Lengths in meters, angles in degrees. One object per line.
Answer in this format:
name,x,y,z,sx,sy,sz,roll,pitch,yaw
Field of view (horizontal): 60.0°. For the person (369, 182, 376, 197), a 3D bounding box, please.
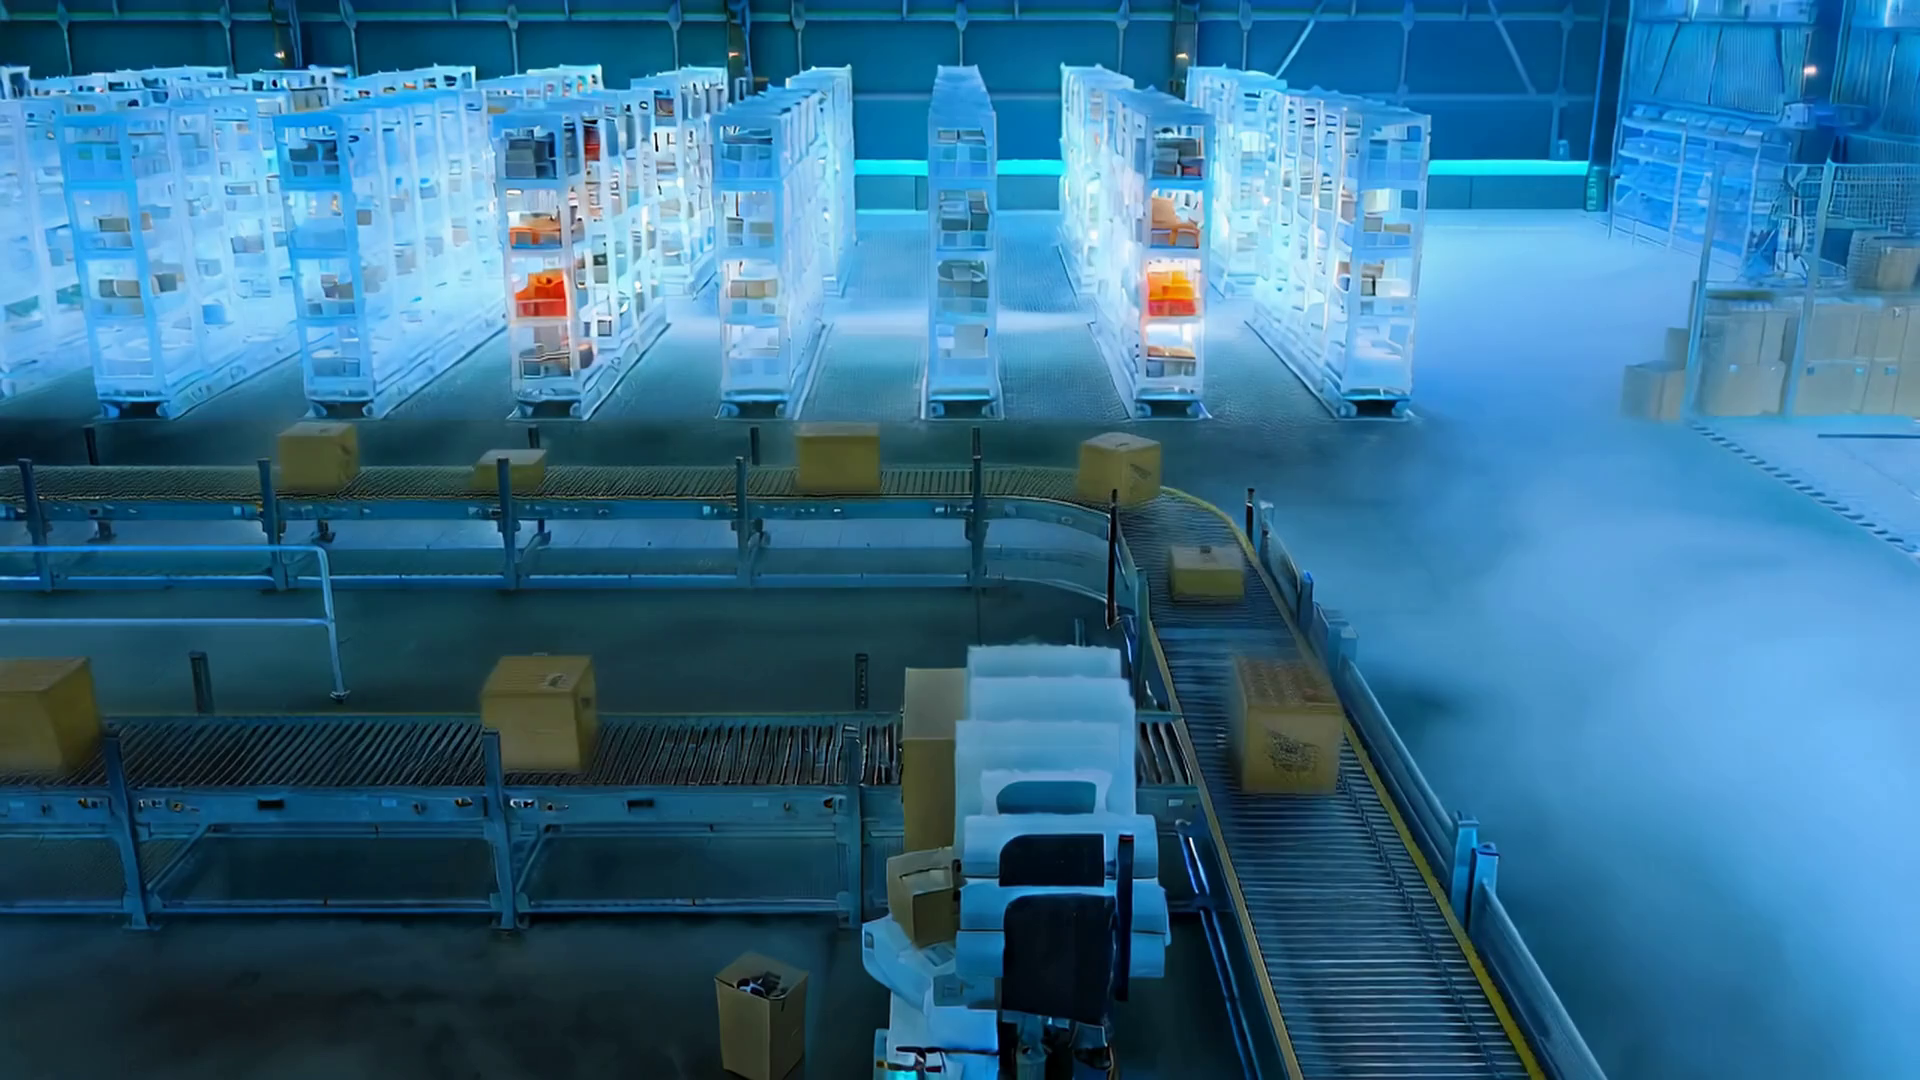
person,-12.786,-7.549,36.013,0.776,1.807,0.640,15,23,38
